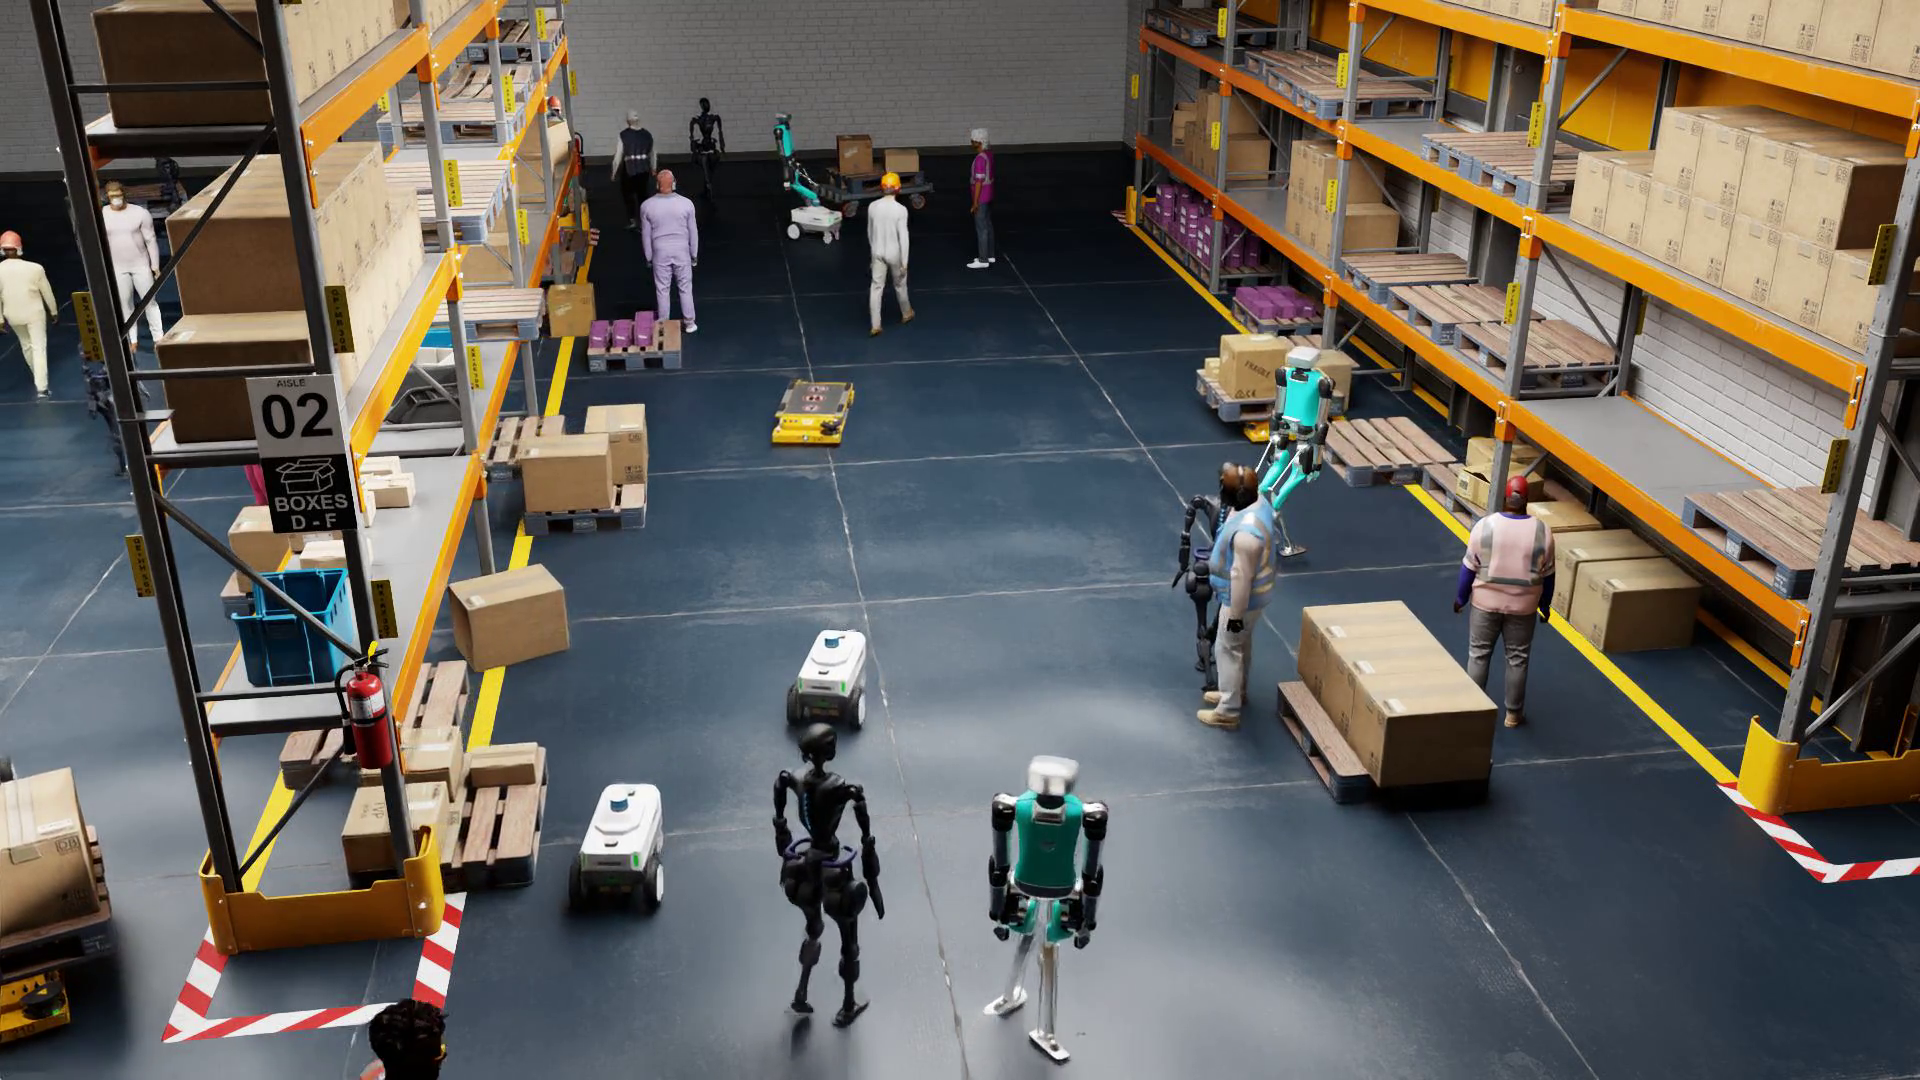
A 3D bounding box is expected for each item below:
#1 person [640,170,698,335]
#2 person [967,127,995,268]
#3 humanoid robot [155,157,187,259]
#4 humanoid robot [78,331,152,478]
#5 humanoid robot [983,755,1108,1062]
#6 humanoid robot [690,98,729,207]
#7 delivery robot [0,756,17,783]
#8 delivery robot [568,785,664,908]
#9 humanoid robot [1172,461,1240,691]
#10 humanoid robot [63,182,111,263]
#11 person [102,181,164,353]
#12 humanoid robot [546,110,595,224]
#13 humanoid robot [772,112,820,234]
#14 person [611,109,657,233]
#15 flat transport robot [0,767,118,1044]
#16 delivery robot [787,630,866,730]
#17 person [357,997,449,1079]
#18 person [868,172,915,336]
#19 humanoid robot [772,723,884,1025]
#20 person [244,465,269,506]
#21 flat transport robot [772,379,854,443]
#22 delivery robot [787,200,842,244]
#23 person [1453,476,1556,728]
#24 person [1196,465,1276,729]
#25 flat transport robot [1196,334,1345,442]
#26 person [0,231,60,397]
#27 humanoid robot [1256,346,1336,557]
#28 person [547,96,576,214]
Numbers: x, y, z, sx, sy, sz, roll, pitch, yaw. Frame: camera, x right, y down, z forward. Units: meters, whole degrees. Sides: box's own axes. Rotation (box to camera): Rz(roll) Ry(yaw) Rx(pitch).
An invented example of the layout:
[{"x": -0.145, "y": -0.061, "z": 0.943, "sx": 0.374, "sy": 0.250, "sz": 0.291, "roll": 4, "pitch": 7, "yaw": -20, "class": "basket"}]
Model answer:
[{"x": -3.332, "y": -3.305, "z": 19.173, "sx": 0.640, "sy": 1.908, "sz": 0.412, "roll": -5, "pitch": 24, "yaw": -10, "class": "person"}, {"x": 0.290, "y": -4.549, "z": 22.087, "sx": 0.315, "sy": 1.841, "sz": 0.520, "roll": 7, "pitch": 25, "yaw": 15, "class": "person"}, {"x": -10.508, "y": -4.581, "z": 22.399, "sx": 0.575, "sy": 1.646, "sz": 0.609, "roll": -12, "pitch": 26, "yaw": -25, "class": "humanoid robot"}, {"x": -7.647, "y": -1.367, "z": 15.044, "sx": 0.308, "sy": 1.649, "sz": 0.609, "roll": 11, "pitch": 26, "yaw": 23, "class": "humanoid robot"}, {"x": 0.406, "y": 1.685, "z": 8.015, "sx": 0.598, "sy": 1.773, "sz": 0.873, "roll": 3, "pitch": 24, "yaw": 6, "class": "humanoid robot"}, {"x": -3.899, "y": -6.007, "z": 25.684, "sx": 0.601, "sy": 1.629, "sz": 0.791, "roll": -14, "pitch": 27, "yaw": -28, "class": "humanoid robot"}, {"x": -5.938, "y": 1.474, "z": 9.940, "sx": 0.499, "sy": 0.576, "sz": 0.757, "roll": -14, "pitch": 27, "yaw": -28, "class": "delivery robot"}, {"x": -1.913, "y": 1.724, "z": 9.419, "sx": 0.499, "sy": 0.614, "sz": 0.815, "roll": 0, "pitch": 24, "yaw": 0, "class": "delivery robot"}, {"x": 1.752, "y": 0.244, "z": 11.446, "sx": 0.597, "sy": 1.649, "sz": 0.626, "roll": 6, "pitch": 24, "yaw": 12, "class": "humanoid robot"}, {"x": -10.111, "y": -3.459, "z": 19.778, "sx": 0.542, "sy": 1.751, "sz": 1.036, "roll": 1, "pitch": 24, "yaw": 3, "class": "humanoid robot"}, {"x": -9.229, "y": -3.030, "z": 18.505, "sx": 0.636, "sy": 1.937, "sz": 0.359, "roll": -6, "pitch": 24, "yaw": -13, "class": "person"}, {"x": -5.676, "y": -5.319, "z": 24.024, "sx": 0.980, "sy": 1.782, "sz": 0.530, "roll": -1, "pitch": 24, "yaw": -3, "class": "humanoid robot"}, {"x": -2.251, "y": -5.157, "z": 23.622, "sx": 0.761, "sy": 1.795, "sz": 0.530, "roll": 3, "pitch": 24, "yaw": 7, "class": "humanoid robot"}, {"x": -4.688, "y": -5.298, "z": 23.933, "sx": 0.747, "sy": 1.721, "sz": 0.539, "roll": -14, "pitch": 27, "yaw": -28, "class": "person"}, {"x": -5.100, "y": 2.172, "z": 8.730, "sx": 0.659, "sy": 0.231, "sz": 1.431, "roll": -13, "pitch": 27, "yaw": -27, "class": "flat transport robot"}, {"x": -0.863, "y": 0.922, "z": 11.229, "sx": 0.499, "sy": 0.601, "sz": 0.788, "roll": 3, "pitch": 24, "yaw": 8, "class": "delivery robot"}, {"x": -1.917, "y": 2.471, "z": 5.960, "sx": 0.438, "sy": 1.944, "sz": 0.593, "roll": -16, "pitch": 28, "yaw": -31, "class": "person"}, {"x": -0.821, "y": -3.349, "z": 19.357, "sx": 0.564, "sy": 1.846, "sz": 0.969, "roll": 7, "pitch": 25, "yaw": 16, "class": "person"}, {"x": -0.672, "y": 1.658, "z": 8.149, "sx": 0.601, "sy": 1.646, "sz": 0.404, "roll": 11, "pitch": 26, "yaw": 23, "class": "humanoid robot"}, {"x": -5.850, "y": -0.763, "z": 13.715, "sx": 0.498, "sy": 1.633, "sz": 0.280, "roll": 22, "pitch": 32, "yaw": 40, "class": "person"}, {"x": -1.451, "y": -1.290, "z": 16.617, "sx": 0.659, "sy": 0.231, "sz": 1.431, "roll": 1, "pitch": 24, "yaw": 2, "class": "flat transport robot"}, {"x": -2.058, "y": -4.517, "z": 23.632, "sx": 0.781, "sy": 0.610, "sz": 0.525, "roll": 13, "pitch": 27, "yaw": 27, "class": "delivery robot"}, {"x": 3.560, "y": 0.407, "z": 10.911, "sx": 0.613, "sy": 1.748, "sz": 0.419, "roll": 7, "pitch": 25, "yaw": 14, "class": "person"}, {"x": 1.839, "y": 0.358, "z": 10.921, "sx": 0.431, "sy": 1.834, "sz": 0.658, "roll": 5, "pitch": 24, "yaw": 12, "class": "person"}, {"x": 3.041, "y": -1.306, "z": 16.654, "sx": 0.659, "sy": 0.231, "sz": 1.431, "roll": -3, "pitch": 24, "yaw": -7, "class": "flat transport robot"}, {"x": -9.679, "y": -2.352, "z": 17.239, "sx": 0.564, "sy": 1.711, "sz": 0.867, "roll": -5, "pitch": 24, "yaw": -10, "class": "person"}, {"x": 2.539, "y": -0.659, "z": 13.182, "sx": 0.735, "sy": 1.681, "sz": 0.533, "roll": -20, "pitch": 31, "yaw": -38, "class": "humanoid robot"}, {"x": -5.997, "y": -5.752, "z": 24.930, "sx": 0.569, "sy": 1.754, "sz": 0.320, "roll": 1, "pitch": 24, "yaw": 3, "class": "person"}]
